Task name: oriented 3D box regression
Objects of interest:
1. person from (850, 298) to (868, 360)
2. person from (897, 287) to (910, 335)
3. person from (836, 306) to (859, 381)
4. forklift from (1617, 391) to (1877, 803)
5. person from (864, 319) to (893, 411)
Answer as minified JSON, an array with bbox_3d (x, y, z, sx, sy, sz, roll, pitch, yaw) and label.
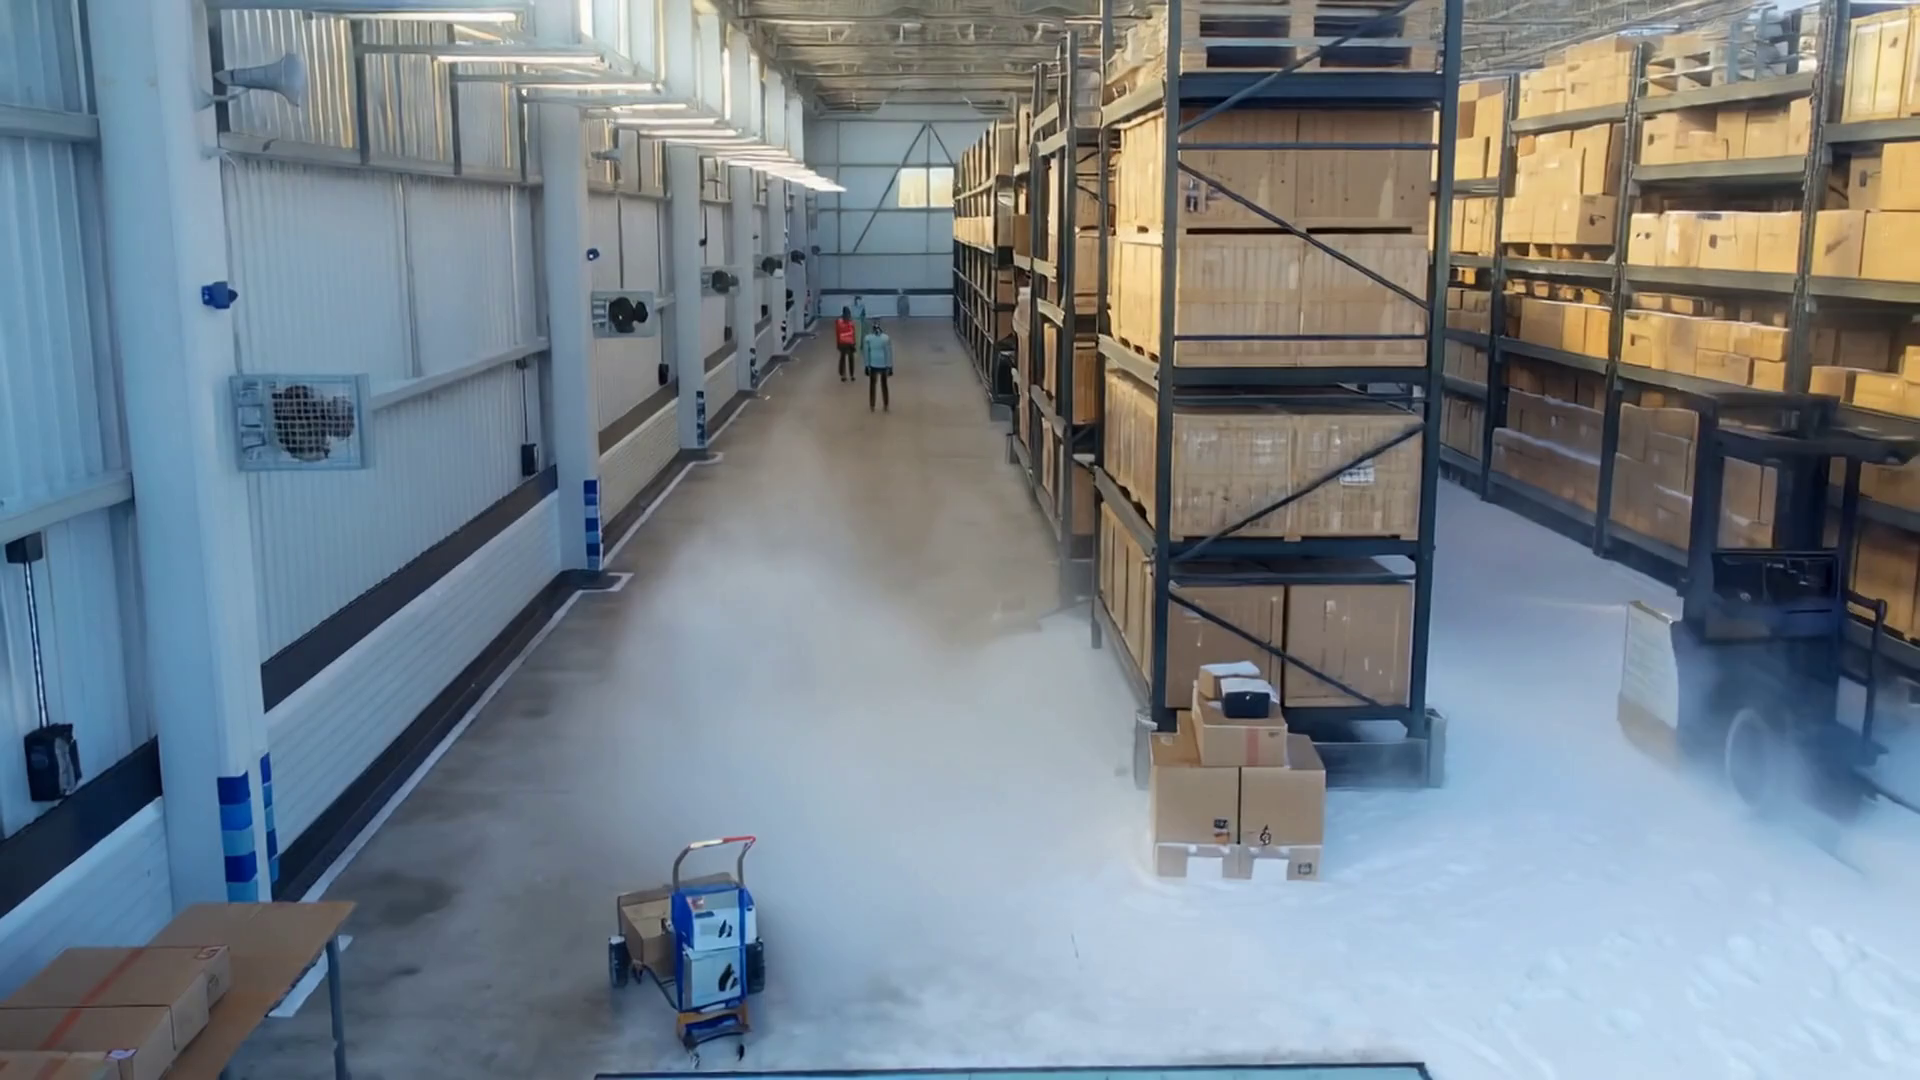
[{"bbox_3d":[-2.993,-6.222,48.968,0.595,1.821,0.573,-2,11,-9],"label":"person"},{"bbox_3d":[-2.014,-8.246,59.846,0.498,1.705,0.691,5,12,23],"label":"person"},{"bbox_3d":[-2.885,-5.015,42.478,0.586,1.913,0.397,-6,12,-29],"label":"person"},{"bbox_3d":[5.821,0.303,12.271,1.129,2.768,1.873,0,11,-2],"label":"forklift"},{"bbox_3d":[-1.744,-3.741,35.655,0.621,1.985,0.409,-1,11,-7],"label":"person"}]
